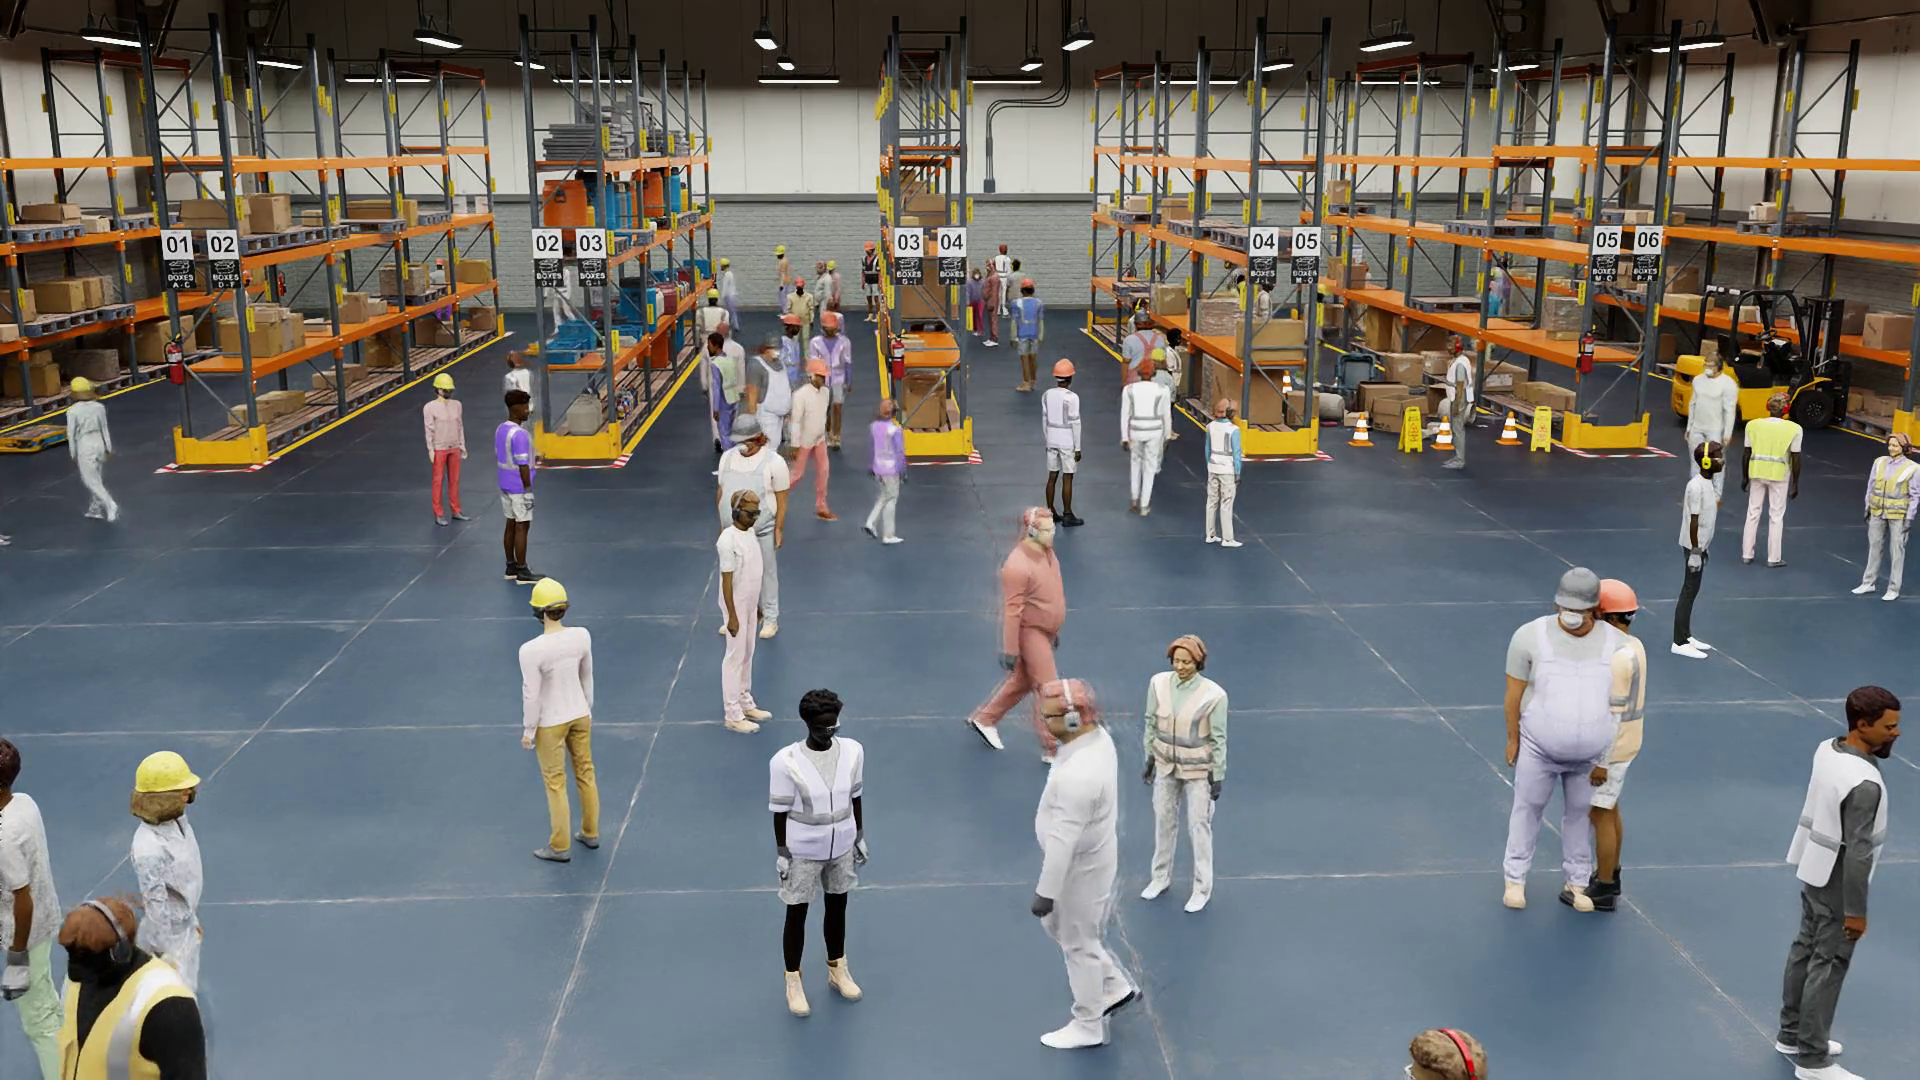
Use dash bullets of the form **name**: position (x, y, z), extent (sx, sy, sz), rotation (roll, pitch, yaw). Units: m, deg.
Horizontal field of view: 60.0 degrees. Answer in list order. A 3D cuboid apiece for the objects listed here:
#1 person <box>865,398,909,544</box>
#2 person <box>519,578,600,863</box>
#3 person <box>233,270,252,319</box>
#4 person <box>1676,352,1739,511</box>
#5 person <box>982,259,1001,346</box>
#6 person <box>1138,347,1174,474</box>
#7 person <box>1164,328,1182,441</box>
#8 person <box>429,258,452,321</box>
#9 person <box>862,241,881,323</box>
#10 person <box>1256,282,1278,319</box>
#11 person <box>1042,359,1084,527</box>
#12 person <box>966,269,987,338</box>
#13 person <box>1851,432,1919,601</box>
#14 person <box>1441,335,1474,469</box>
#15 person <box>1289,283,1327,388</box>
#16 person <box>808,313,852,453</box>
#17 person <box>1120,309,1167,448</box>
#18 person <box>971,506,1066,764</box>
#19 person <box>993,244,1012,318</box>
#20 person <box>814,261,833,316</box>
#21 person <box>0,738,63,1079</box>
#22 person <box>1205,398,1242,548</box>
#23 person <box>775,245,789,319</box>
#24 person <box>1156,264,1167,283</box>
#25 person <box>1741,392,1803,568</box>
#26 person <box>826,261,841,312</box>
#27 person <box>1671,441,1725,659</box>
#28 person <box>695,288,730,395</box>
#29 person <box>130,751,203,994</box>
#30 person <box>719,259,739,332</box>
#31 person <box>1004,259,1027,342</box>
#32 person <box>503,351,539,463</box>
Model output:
- **person**: position (-0.785, -0.751, 18.344), extent (0.366, 1.629, 0.528), rotation (-10, 17, -36)
- **person**: position (-2.469, 1.100, 10.193), extent (0.331, 1.768, 0.526), rotation (10, 17, 37)
- **person**: position (-13.926, -4.258, 32.425), extent (0.404, 1.991, 0.625), rotation (-10, 16, -36)
- **person**: position (9.062, -1.325, 20.140), extent (0.413, 1.929, 0.637), rotation (-6, 15, -24)
- **person**: position (0.688, -5.246, 36.787), extent (0.410, 1.906, 0.642), rotation (-1, 13, -4)
- **person**: position (2.582, -1.698, 22.137), extent (0.487, 1.723, 0.698), rotation (2, 13, 10)
- **person**: position (3.157, -2.335, 24.922), extent (0.319, 1.687, 0.538), rotation (2, 14, 10)
- **person**: position (-12.296, -5.802, 39.478), extent (0.563, 1.743, 0.337), rotation (-4, 14, -17)
- **person**: position (-2.224, -6.460, 41.660), extent (0.612, 2.033, 0.411), rotation (9, 16, 34)
- **person**: position (5.728, -3.993, 31.213), extent (0.413, 2.036, 0.606), rotation (1, 13, 6)
- **person**: position (1.194, -1.122, 19.234), extent (0.545, 1.942, 0.349), rotation (13, 18, 43)
- **person**: position (0.390, -5.487, 38.496), extent (0.492, 1.582, 0.909), rotation (1, 13, 2)
- **person**: position (9.011, -0.235, 16.122), extent (0.307, 1.641, 0.512), rotation (-7, 15, -27)
- **person**: position (6.803, -1.883, 22.696), extent (0.393, 1.836, 0.560), rotation (3, 14, 11)
- **person**: position (6.375, -3.711, 30.272), extent (0.713, 1.905, 0.652), rotation (5, 14, 20)
- **person**: position (-1.867, -2.266, 23.971), extent (0.635, 1.979, 1.024), rotation (-1, 13, -4)
- **person**: position (2.634, -2.362, 24.274), extent (0.690, 2.000, 0.535), rotation (-5, 14, -22)
- **person**: position (0.479, 0.662, 11.827), extent (0.924, 1.875, 0.650), rotation (6, 14, 23)
- **person**: position (1.109, -6.664, 42.838), extent (0.581, 1.882, 0.351), rotation (12, 18, 41)
- **person**: position (-2.992, -5.163, 36.469), extent (0.396, 1.897, 0.699), rotation (-4, 14, -16)
- **person**: position (-4.093, 1.745, 7.240), extent (0.331, 1.872, 0.513), rotation (-6, 14, -23)
- **person**: position (2.888, -0.737, 18.250), extent (0.310, 1.639, 0.514), rotation (-9, 16, -34)
- **person**: position (-4.565, -6.588, 42.523), extent (0.383, 1.890, 0.671), rotation (-4, 14, -15)
- **person**: position (4.756, -5.727, 39.417), extent (0.277, 1.627, 0.502), rotation (-1, 13, -3)
- **person**: position (8.435, -0.624, 17.327), extent (0.570, 1.845, 0.381), rotation (12, 18, 41)
- **person**: position (-3.054, -5.808, 39.586), extent (0.529, 1.708, 0.795), rotation (2, 13, 9)
- **person**: position (6.375, 0.070, 14.328), extent (0.328, 1.876, 0.515), rotation (7, 15, 29)
- **person**: position (-4.342, -3.468, 29.243), extent (0.593, 1.910, 0.619), rotation (-3, 14, -13)
- **person**: position (-3.478, 1.769, 7.411), extent (0.312, 1.744, 0.487), rotation (-2, 14, -10)
- **person**: position (-5.500, -5.813, 39.555), extent (0.524, 1.737, 0.532), rotation (0, 13, -1)
- **person**: position (1.273, -5.424, 37.661), extent (0.535, 1.846, 0.504), rotation (-6, 14, -23)
- **person**: position (-5.996, -1.753, 22.567), extent (0.369, 1.623, 0.531), rotation (6, 15, 25)
